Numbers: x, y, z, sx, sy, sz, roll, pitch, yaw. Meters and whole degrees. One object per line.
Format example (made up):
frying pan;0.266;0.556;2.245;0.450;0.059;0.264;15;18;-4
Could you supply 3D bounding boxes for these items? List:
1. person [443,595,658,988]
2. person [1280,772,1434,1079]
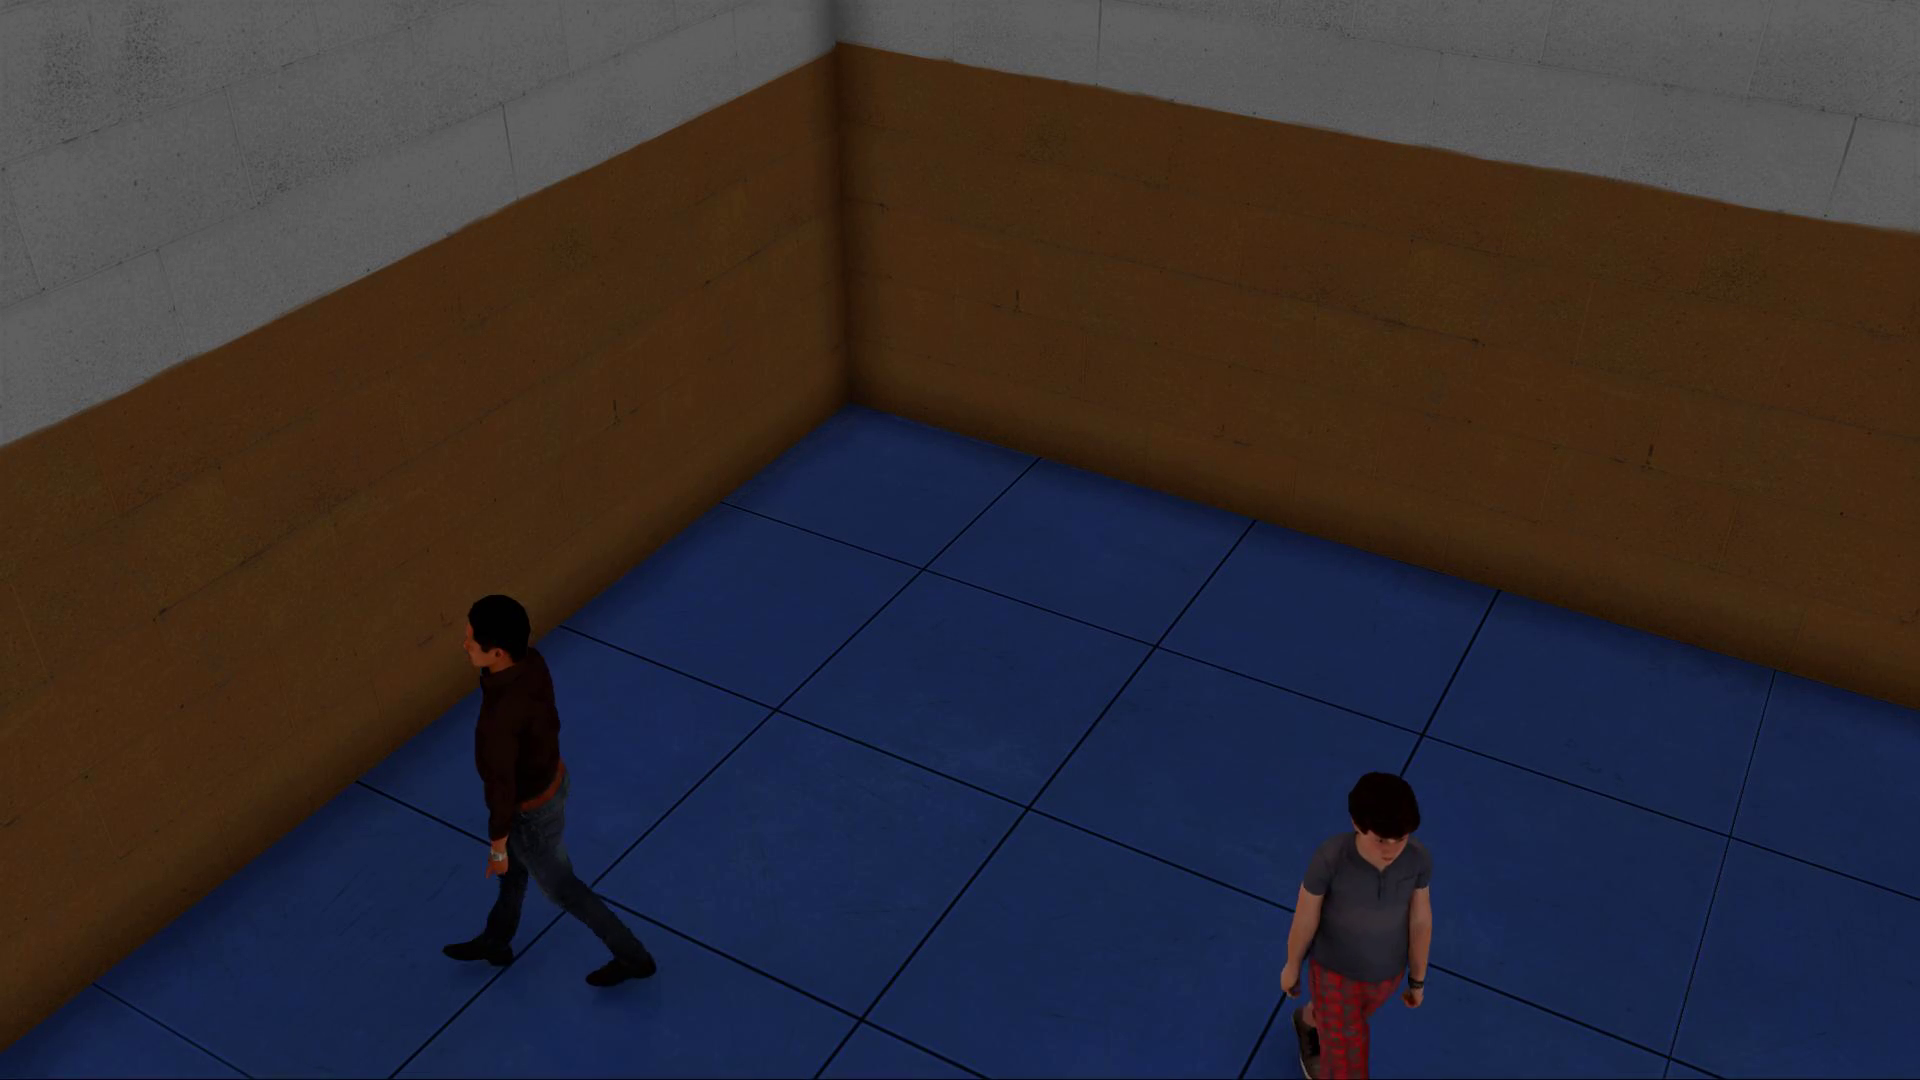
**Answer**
person;-1.448;0.962;5.938;1.085;1.741;1.118;-1;34;-2
person;1.273;1.353;5.453;1.035;1.614;1.177;-4;34;-6
